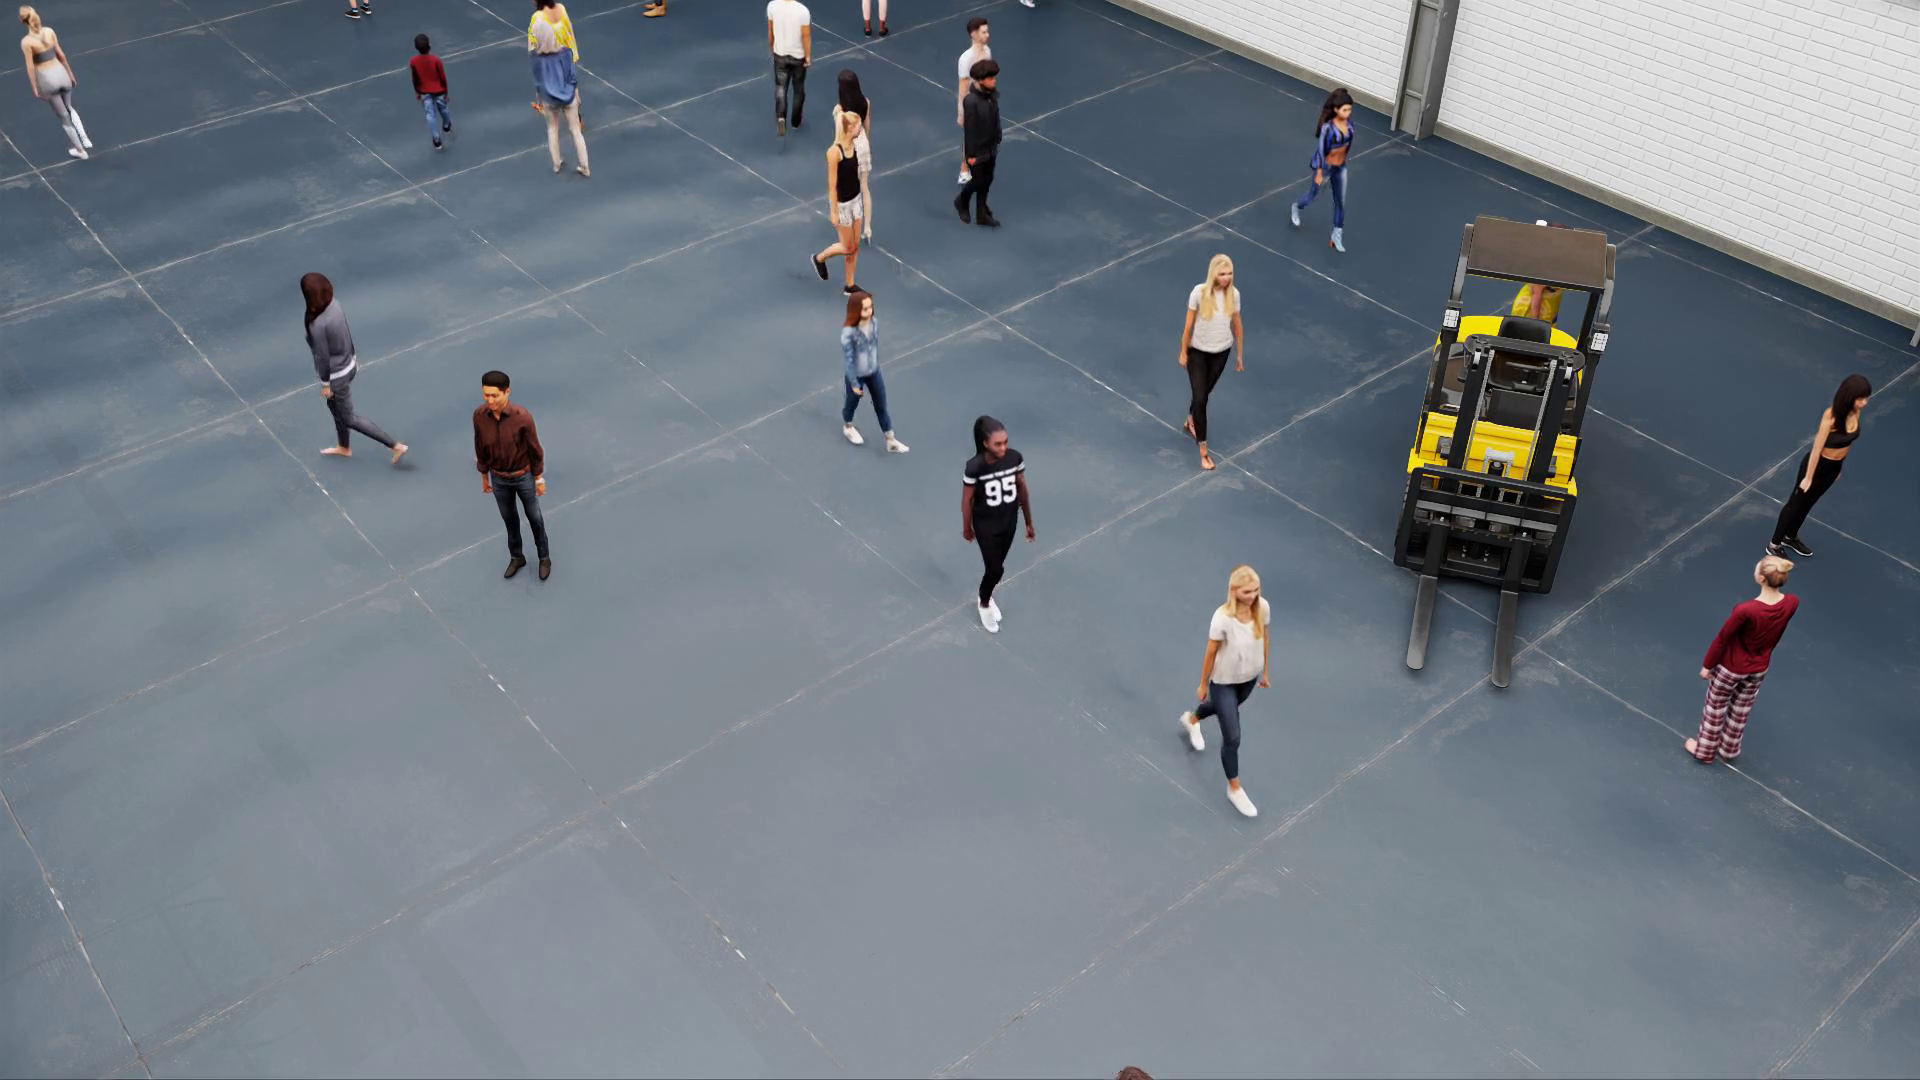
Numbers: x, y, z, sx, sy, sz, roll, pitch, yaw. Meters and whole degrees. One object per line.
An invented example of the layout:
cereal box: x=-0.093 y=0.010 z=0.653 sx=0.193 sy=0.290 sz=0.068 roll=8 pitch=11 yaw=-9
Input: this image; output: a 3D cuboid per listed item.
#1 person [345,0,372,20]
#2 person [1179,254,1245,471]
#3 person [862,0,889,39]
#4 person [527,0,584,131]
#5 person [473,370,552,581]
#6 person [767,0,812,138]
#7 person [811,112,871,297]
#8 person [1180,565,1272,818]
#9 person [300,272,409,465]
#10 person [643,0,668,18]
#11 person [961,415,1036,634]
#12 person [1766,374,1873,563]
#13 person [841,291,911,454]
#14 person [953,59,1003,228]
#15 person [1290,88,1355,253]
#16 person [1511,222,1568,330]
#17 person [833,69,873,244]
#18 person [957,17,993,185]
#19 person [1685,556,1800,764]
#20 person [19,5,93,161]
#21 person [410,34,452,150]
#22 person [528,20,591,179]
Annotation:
person: x=-7.788 y=-7.389 z=21.139 sx=0.574 sy=1.447 sz=0.574 roll=26 pitch=46 yaw=29
person: x=1.994 y=-1.546 z=13.544 sx=0.886 sy=1.796 sz=1.088 roll=-10 pitch=40 yaw=-12
person: x=-1.067 y=-7.096 z=20.558 sx=0.690 sy=1.715 sz=0.747 roll=3 pitch=39 yaw=3
person: x=-4.441 y=-5.307 z=18.397 sx=1.145 sy=1.616 sz=0.976 roll=15 pitch=41 yaw=18
person: x=-3.284 y=-0.483 z=12.224 sx=0.705 sy=1.782 sz=0.760 roll=3 pitch=39 yaw=3
person: x=-1.894 y=-5.283 z=18.242 sx=1.011 sy=1.782 sz=1.057 roll=4 pitch=39 yaw=5
person: x=-1.140 y=-3.153 z=15.537 sx=0.958 sy=1.820 sz=0.788 roll=22 pitch=44 yaw=25
person: x=1.677 y=0.842 z=10.571 sx=0.744 sy=1.773 sz=1.174 roll=-20 pitch=43 yaw=-23
person: x=-4.908 y=-1.336 z=13.324 sx=1.108 sy=1.743 sz=1.040 roll=4 pitch=39 yaw=4
person: x=-3.938 y=-7.536 z=21.113 sx=0.754 sy=1.711 sz=0.665 roll=-1 pitch=39 yaw=-2
person: x=0.209 y=-0.155 z=11.868 sx=0.655 sy=1.713 sz=0.681 roll=-21 pitch=43 yaw=-24
person: x=6.428 y=-0.547 z=12.416 sx=0.593 sy=1.642 sz=0.550 roll=-20 pitch=43 yaw=-23
person: x=-0.859 y=-1.387 z=13.623 sx=0.591 sy=1.449 sz=0.926 roll=-30 pitch=47 yaw=-32
person: x=0.147 y=-3.950 z=16.579 sx=0.795 sy=1.765 sz=0.708 roll=27 pitch=46 yaw=30
person: x=3.588 y=-3.668 z=16.367 sx=0.731 sy=1.588 sz=1.079 roll=-20 pitch=43 yaw=-23
person: x=4.903 y=-1.952 z=14.169 sx=0.946 sy=1.660 sz=0.971 roll=18 pitch=42 yaw=21
person: x=-0.996 y=-3.739 z=16.376 sx=0.743 sy=1.689 sz=1.122 roll=-18 pitch=42 yaw=-21
person: x=0.072 y=-4.512 z=17.223 sx=0.818 sy=1.839 sz=0.808 roll=20 pitch=43 yaw=23
person: x=5.051 y=0.778 z=10.707 sx=0.685 sy=1.704 sz=0.660 roll=-7 pitch=39 yaw=-9
person: x=-9.623 y=-4.864 z=17.778 sx=0.686 sy=1.698 sz=0.672 roll=22 pitch=43 yaw=25
person: x=-5.779 y=-4.880 z=18.179 sx=0.764 sy=1.222 sz=0.936 roll=-7 pitch=39 yaw=-9
person: x=-4.248 y=-4.627 z=17.503 sx=0.775 sy=1.680 sz=0.822 roll=3 pitch=39 yaw=4
